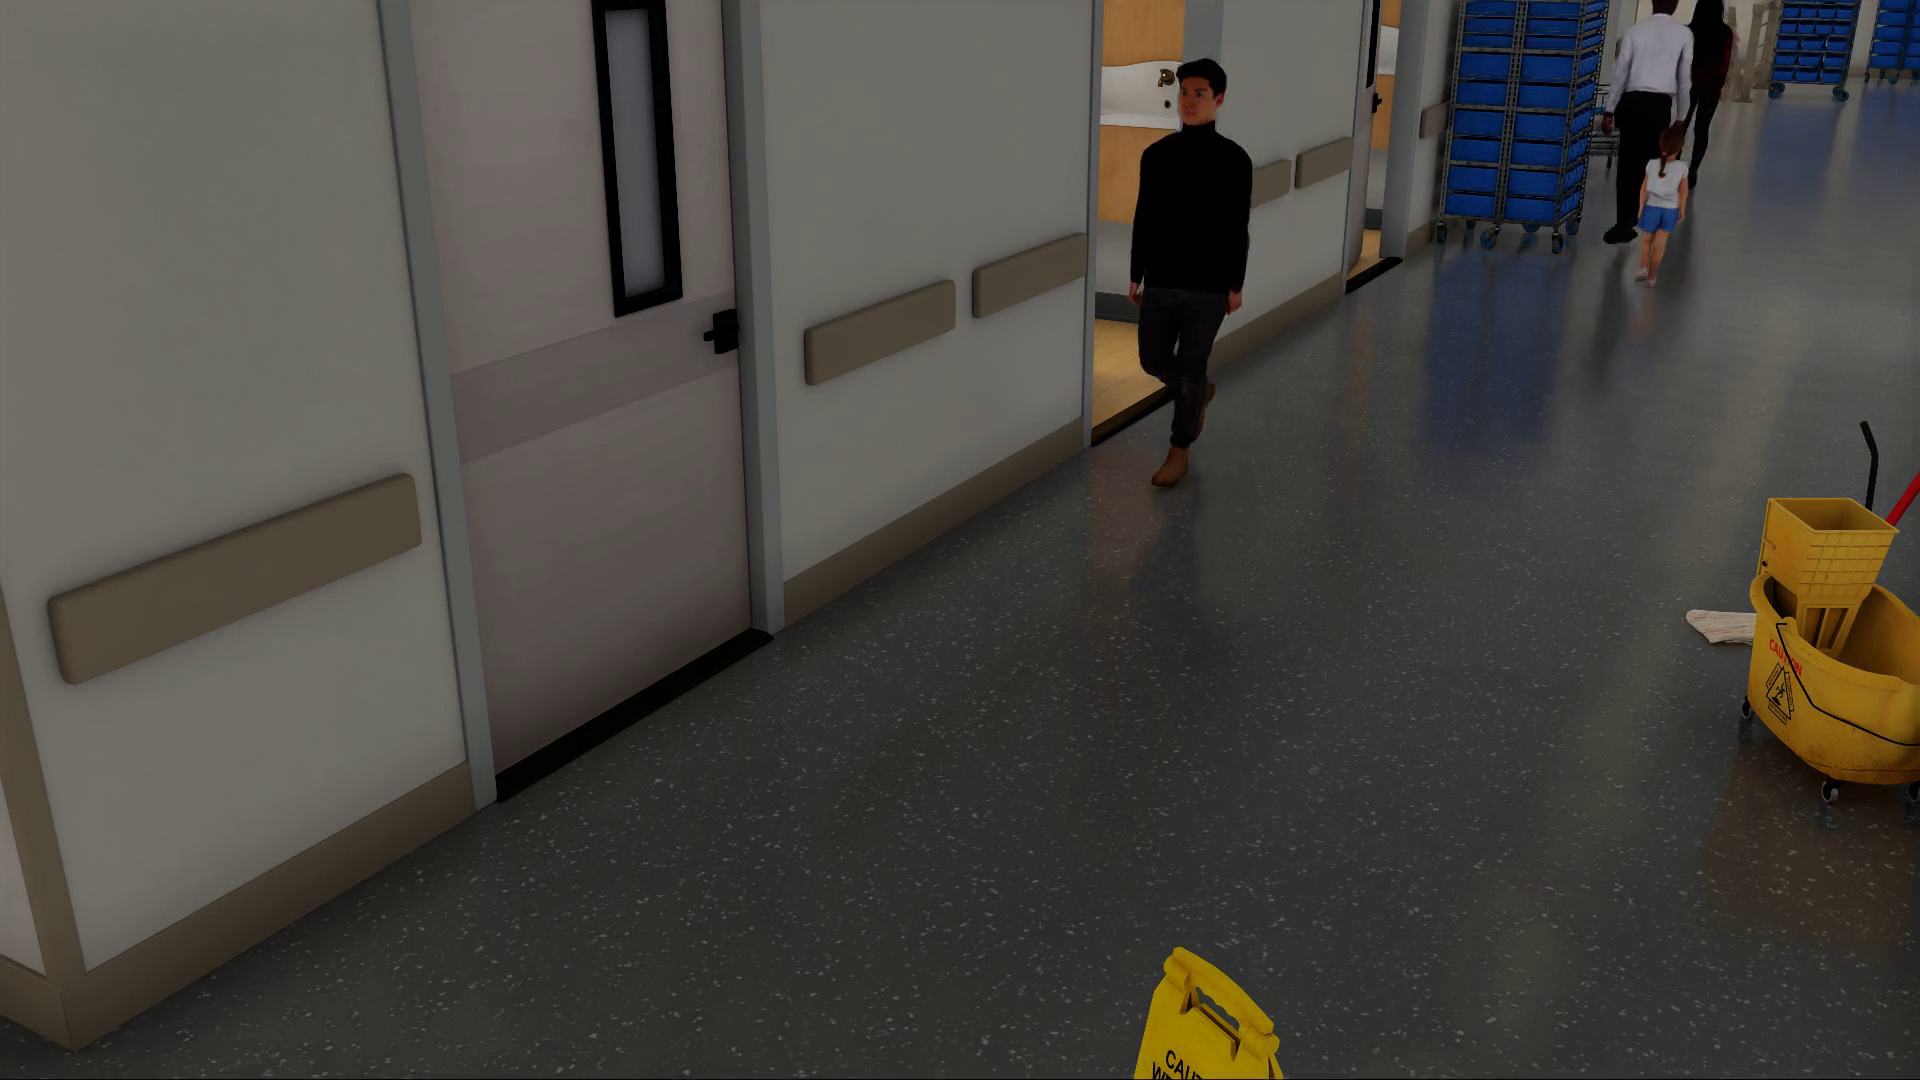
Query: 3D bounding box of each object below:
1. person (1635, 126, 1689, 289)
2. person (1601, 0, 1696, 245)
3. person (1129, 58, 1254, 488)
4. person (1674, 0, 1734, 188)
[{"bbox_3d":[4.421,-2.093,10.503,0.428,1.013,0.440,10,23,24],"label":"person"},{"bbox_3d":[4.699,-2.870,11.455,0.732,1.792,1.189,10,23,24],"label":"person"},{"bbox_3d":[0.966,-1.116,6.942,0.670,1.710,0.908,13,24,30],"label":"person"},{"bbox_3d":[6.384,-3.858,14.278,0.698,1.640,0.795,6,22,15],"label":"person"}]
